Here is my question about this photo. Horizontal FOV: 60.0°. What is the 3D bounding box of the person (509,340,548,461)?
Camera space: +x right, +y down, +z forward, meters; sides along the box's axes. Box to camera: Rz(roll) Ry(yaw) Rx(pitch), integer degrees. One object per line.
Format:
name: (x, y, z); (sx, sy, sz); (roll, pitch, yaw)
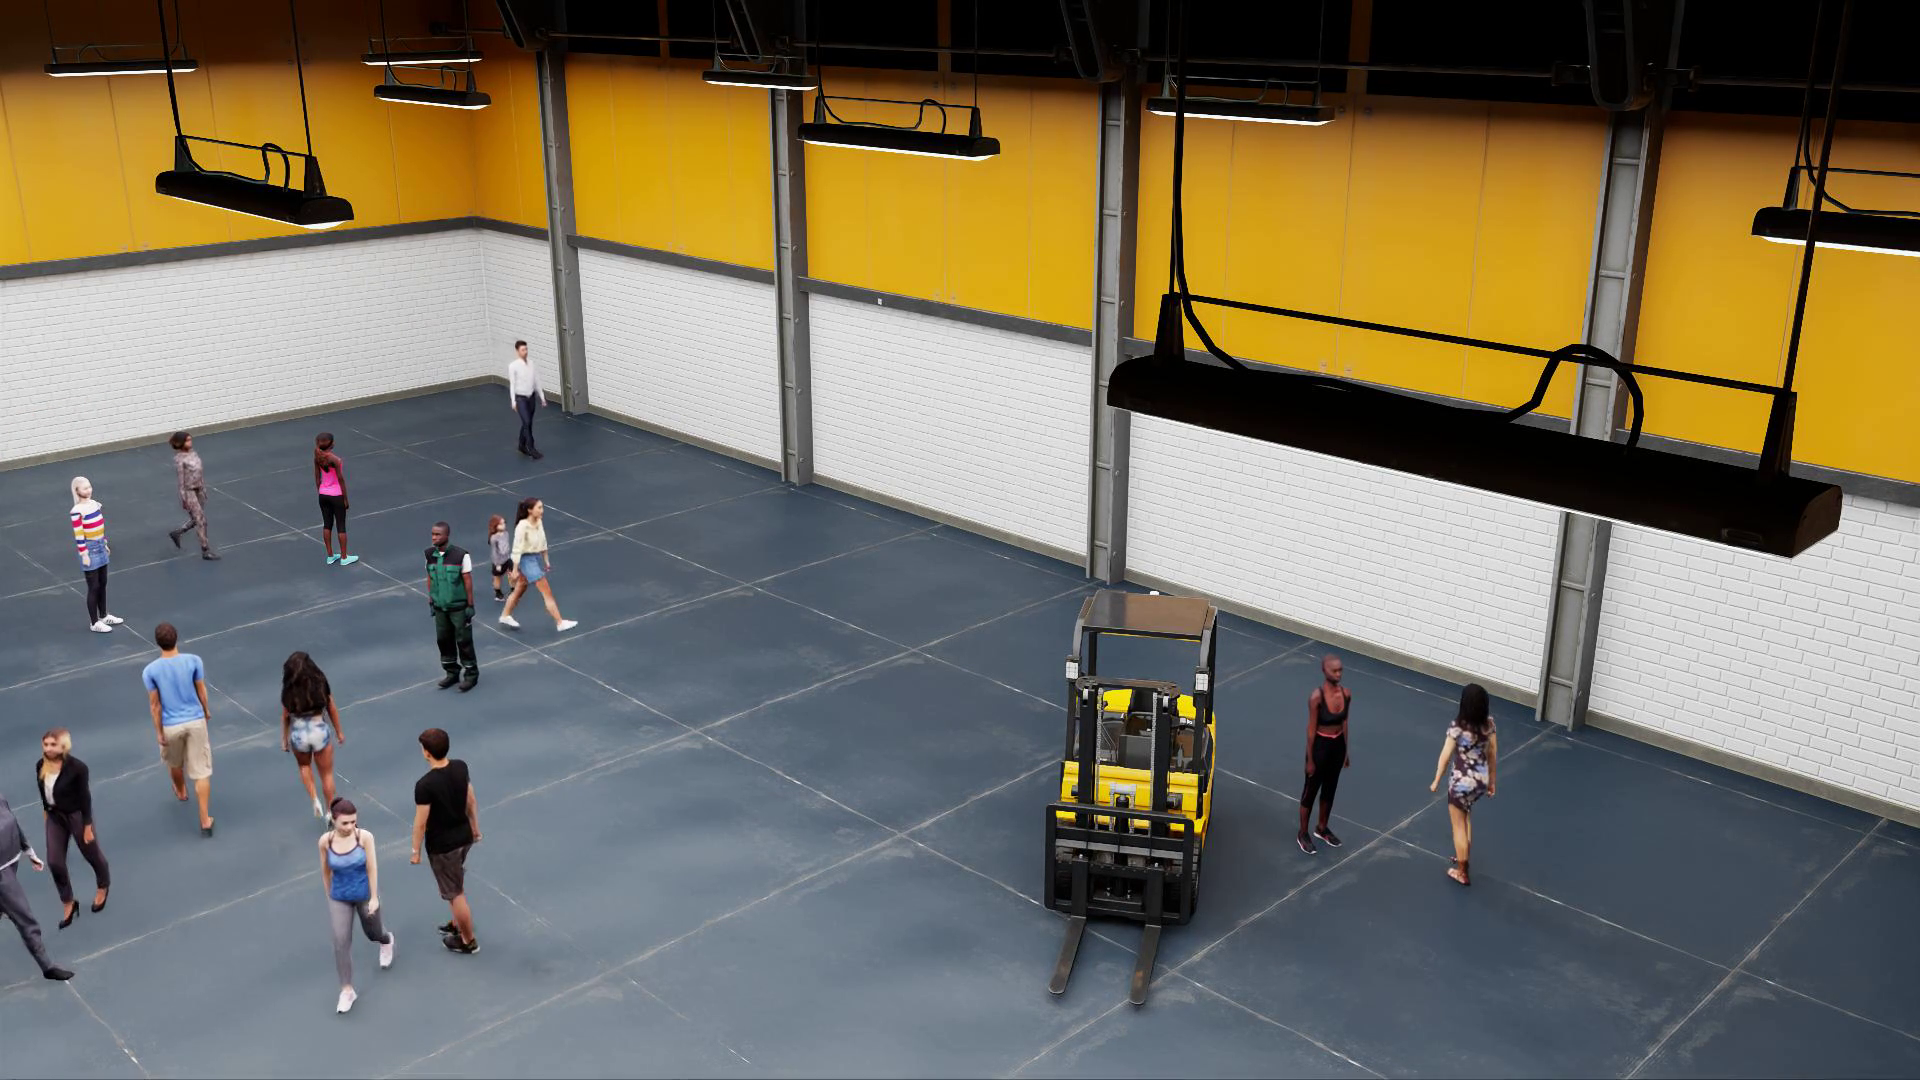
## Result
person: (-6.817, -2.203, 25.881); (1.031, 1.841, 0.682); (14, 23, 37)

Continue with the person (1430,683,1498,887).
person: (4.167, 2.027, 13.508); (0.699, 1.722, 0.720); (-8, 20, -24)

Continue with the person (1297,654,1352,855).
person: (3.109, 1.790, 14.153); (0.653, 1.758, 0.633); (-9, 21, -25)

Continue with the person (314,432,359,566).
person: (-7.981, -0.537, 21.121); (0.612, 1.723, 0.714); (7, 20, 19)

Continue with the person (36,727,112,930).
person: (-6.943, 2.197, 13.106); (0.824, 1.655, 0.880); (2, 19, 7)

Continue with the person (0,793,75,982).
person: (-7.127, 2.457, 12.211); (1.148, 1.735, 1.077); (0, 19, 1)

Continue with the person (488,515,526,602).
person: (-5.525, 0.214, 19.880); (0.693, 1.091, 0.575); (11, 21, 28)

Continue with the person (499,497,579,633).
person: (-4.959, 0.307, 18.856); (1.286, 1.567, 1.106); (4, 19, 11)

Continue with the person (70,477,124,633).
person: (-9.900, 0.143, 18.966); (0.756, 1.808, 0.716); (1, 19, 4)

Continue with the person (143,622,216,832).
person: (-6.737, 1.654, 14.470); (0.928, 1.814, 1.305); (-9, 20, -24)

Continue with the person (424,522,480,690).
person: (-5.300, 0.672, 17.354); (0.721, 1.836, 0.835); (5, 19, 14)

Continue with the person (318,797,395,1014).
person: (-4.379, 2.574, 12.104); (0.936, 1.580, 1.061); (-2, 19, -5)

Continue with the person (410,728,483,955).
person: (-3.781, 2.290, 12.522); (0.819, 1.852, 0.815); (8, 20, 23)

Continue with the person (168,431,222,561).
person: (-9.867, -0.562, 21.234); (1.063, 1.696, 0.892); (5, 19, 13)

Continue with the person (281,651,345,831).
person: (-5.649, 1.782, 14.438); (0.778, 1.593, 0.787); (-3, 19, -10)
